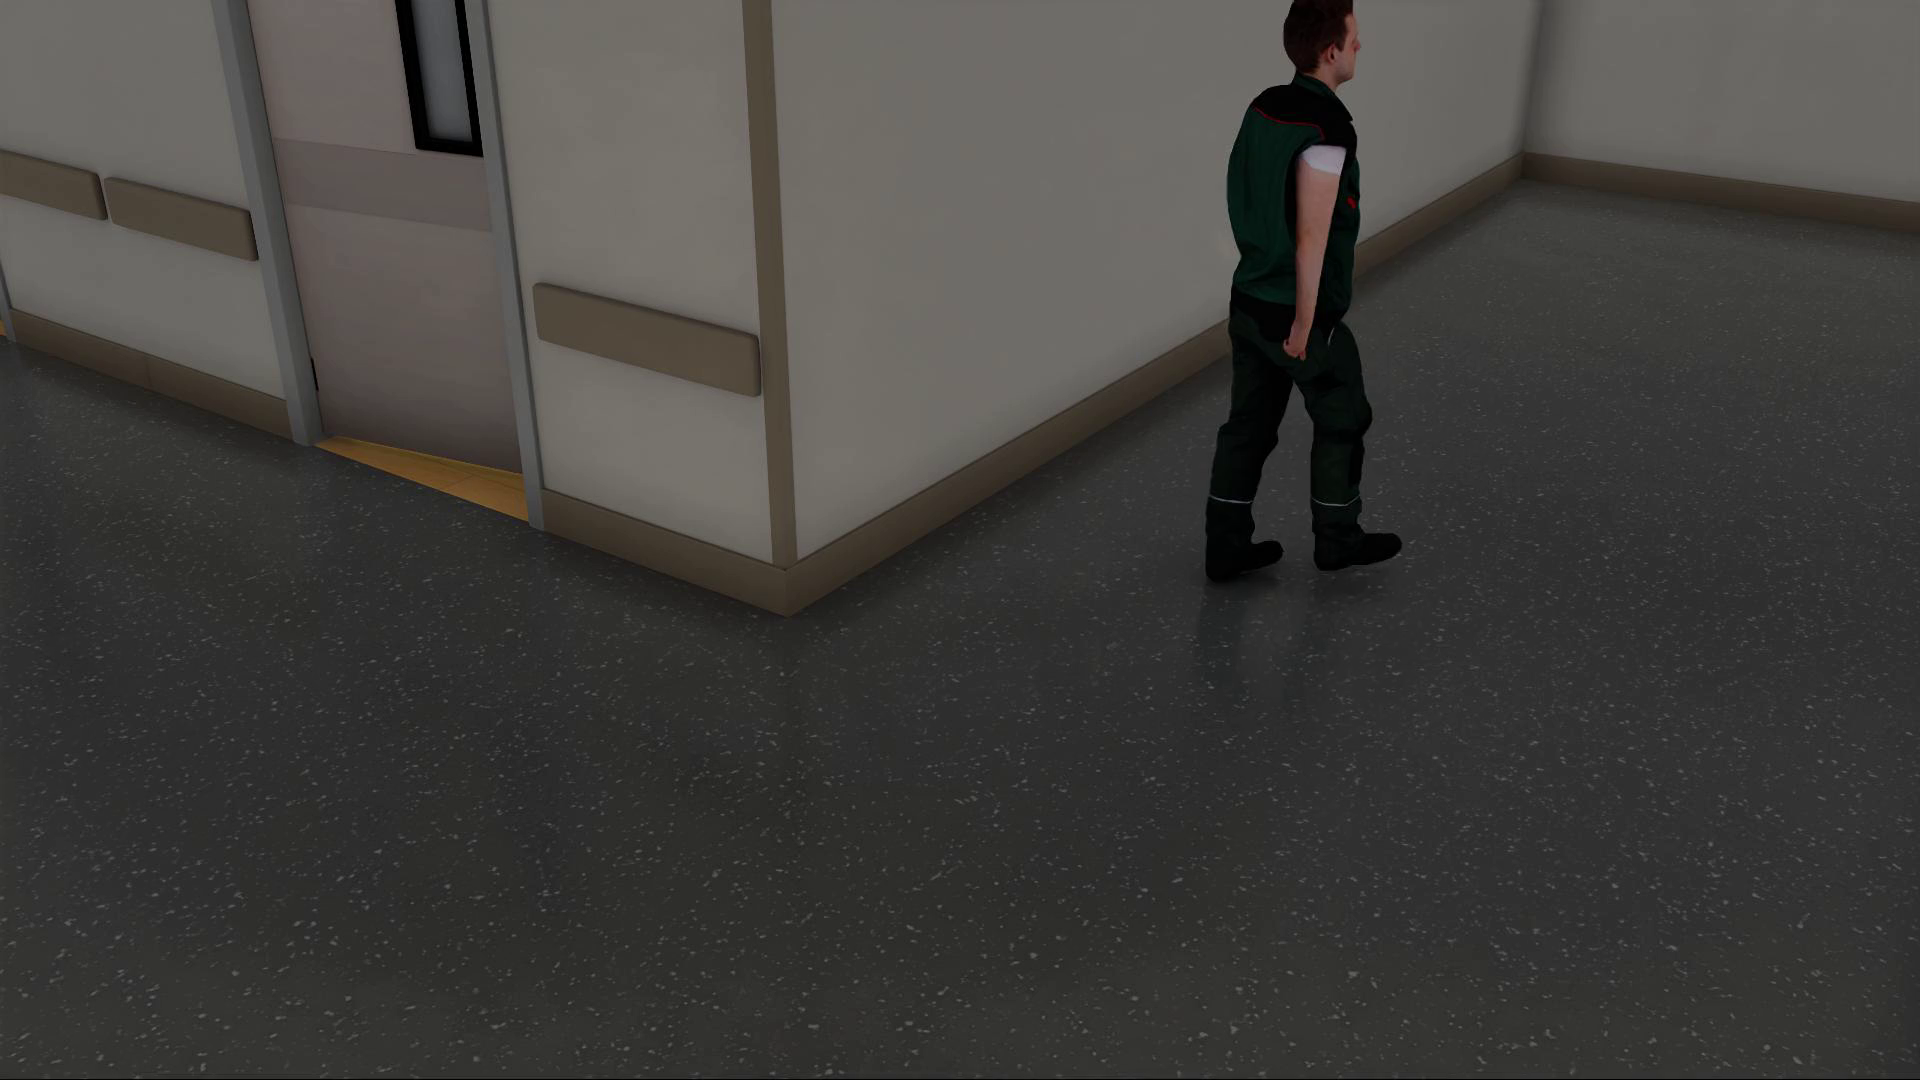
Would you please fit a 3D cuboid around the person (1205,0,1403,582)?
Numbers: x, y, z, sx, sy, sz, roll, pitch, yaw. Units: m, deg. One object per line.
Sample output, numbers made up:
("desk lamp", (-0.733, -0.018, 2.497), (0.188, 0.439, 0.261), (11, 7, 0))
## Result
("person", (0.929, -0.702, 5.027), (1.007, 1.820, 0.902), (-11, 28, -22))
